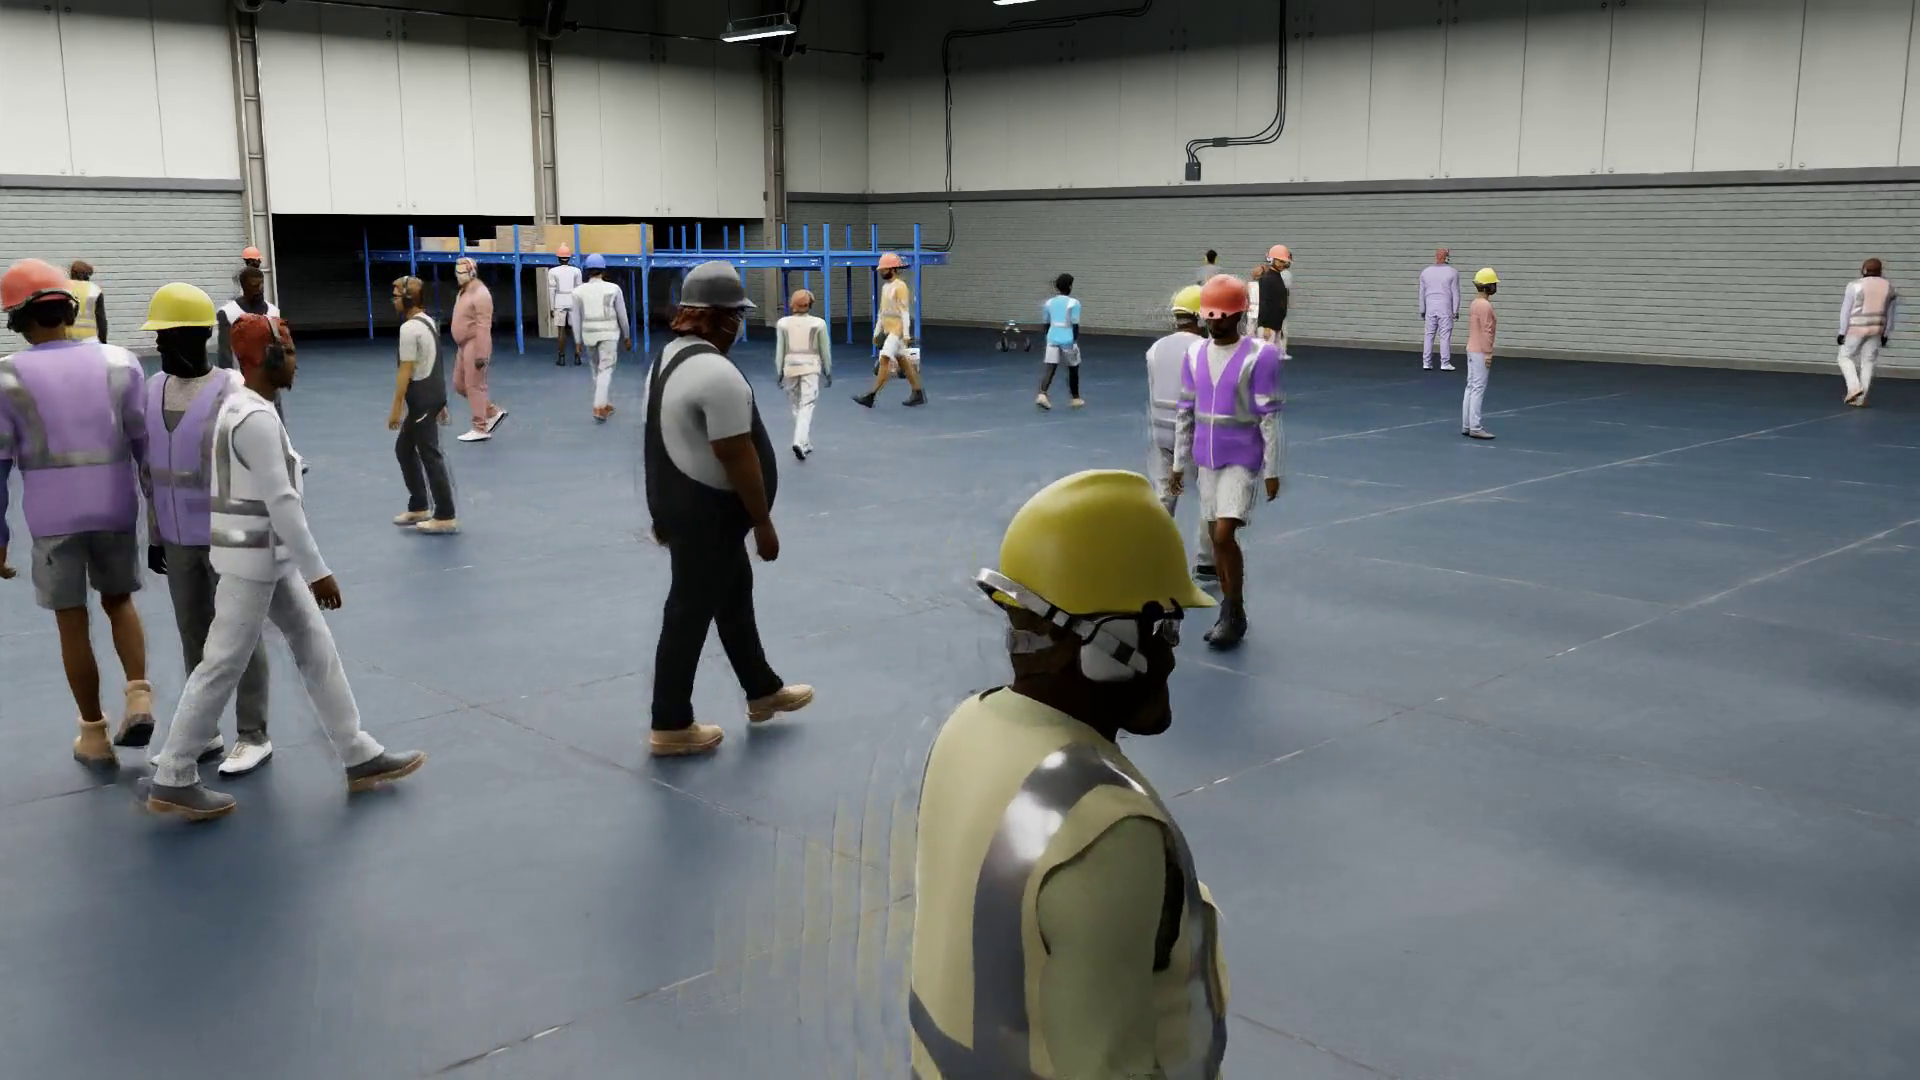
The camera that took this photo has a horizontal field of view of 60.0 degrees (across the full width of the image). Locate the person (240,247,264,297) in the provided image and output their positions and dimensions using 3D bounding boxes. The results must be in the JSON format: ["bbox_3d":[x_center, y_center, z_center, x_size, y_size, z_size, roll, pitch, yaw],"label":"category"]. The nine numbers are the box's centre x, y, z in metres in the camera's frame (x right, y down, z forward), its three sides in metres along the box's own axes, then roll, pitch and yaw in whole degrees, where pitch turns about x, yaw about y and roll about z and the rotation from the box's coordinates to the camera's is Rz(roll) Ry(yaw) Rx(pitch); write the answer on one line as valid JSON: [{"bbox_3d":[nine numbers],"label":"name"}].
[{"bbox_3d":[-10.564,-3.415,24.930,0.355,1.939,0.544,-6,12,-31],"label":"person"}]

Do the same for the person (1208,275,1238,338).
[{"bbox_3d":[3.279,-2.528,20.981,0.533,1.617,0.361,-4,11,-19],"label":"person"}]

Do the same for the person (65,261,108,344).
[{"bbox_3d":[-10.677,-2.451,20.046,0.747,1.810,0.430,-5,11,-24],"label":"person"}]

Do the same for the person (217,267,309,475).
[{"bbox_3d":[-6.178,-1.449,14.474,1.051,1.862,0.598,7,13,34],"label":"person"}]

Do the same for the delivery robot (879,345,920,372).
[{"bbox_3d":[-0.907,-2.776,25.078,0.477,0.478,0.707,6,12,29],"label":"delivery robot"}]

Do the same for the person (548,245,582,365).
[{"bbox_3d":[-6.459,-3.846,27.268,0.548,1.942,0.348,-4,11,-22],"label":"person"}]

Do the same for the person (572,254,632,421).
[{"bbox_3d":[-4.136,-2.337,19.163,0.614,1.909,0.959,2,11,13],"label":"person"}]

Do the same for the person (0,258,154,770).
[{"bbox_3d":[-3.502,-0.091,6.601,0.666,2.024,0.518,-9,14,-41],"label":"person"}]

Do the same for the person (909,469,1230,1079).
[{"bbox_3d":[0.149,0.811,2.208,0.422,1.816,0.613,-3,11,-18],"label":"person"}]

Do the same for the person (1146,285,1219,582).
[{"bbox_3d":[1.423,-0.622,10.045,0.690,1.805,0.628,-8,13,-37],"label":"person"}]

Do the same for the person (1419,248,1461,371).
[{"bbox_3d":[7.545,-3.618,26.122,0.654,1.906,0.408,8,13,38],"label":"person"}]

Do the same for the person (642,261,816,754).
[{"bbox_3d":[-0.933,-0.142,6.920,0.935,2.000,0.711,-5,12,-26],"label":"person"}]

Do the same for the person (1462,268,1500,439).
[{"bbox_3d":[5.472,-1.956,17.433,0.300,1.772,0.532,0,10,1],"label":"person"}]

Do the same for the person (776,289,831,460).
[{"bbox_3d":[-1.510,-1.588,15.883,0.530,1.607,0.819,2,11,12],"label":"person"}]

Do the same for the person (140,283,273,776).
[{"bbox_3d":[-2.976,-0.038,6.545,0.585,1.928,0.368,4,11,20],"label":"person"}]

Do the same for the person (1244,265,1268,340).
[{"bbox_3d":[4.678,-3.475,26.070,0.306,1.639,0.523,-9,14,-41],"label":"person"}]

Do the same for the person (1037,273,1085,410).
[{"bbox_3d":[1.228,-2.418,20.257,0.536,1.657,0.874,7,13,35],"label":"person"}]

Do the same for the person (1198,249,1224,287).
[{"bbox_3d":[4.749,-4.591,31.592,0.513,1.854,0.630,2,11,13],"label":"person"}]

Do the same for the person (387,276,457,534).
[{"bbox_3d":[-3.911,-0.953,11.827,0.656,1.824,0.513,-1,10,-4],"label":"person"}]

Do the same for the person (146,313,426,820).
[{"bbox_3d":[-2.570,0.092,6.136,0.983,1.835,0.593,-4,11,-20],"label":"person"}]

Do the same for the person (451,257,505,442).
[{"bbox_3d":[-5.016,-1.966,17.164,0.456,1.884,0.659,-6,12,-30],"label":"person"}]

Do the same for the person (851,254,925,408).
[{"bbox_3d":[-0.872,-2.571,20.478,1.012,1.878,0.571,-4,11,-23],"label":"person"}]

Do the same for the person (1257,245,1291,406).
[{"bbox_3d":[3.885,-2.651,20.629,0.392,1.988,0.609,6,12,28],"label":"person"}]

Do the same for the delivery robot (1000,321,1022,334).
[{"bbox_3d":[0.965,-3.938,30.705,0.335,0.223,0.698,-3,11,-15],"label":"delivery robot"}]

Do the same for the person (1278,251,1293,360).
[{"bbox_3d":[5.384,-3.977,28.266,0.706,1.839,0.534,-8,13,-36],"label":"person"}]

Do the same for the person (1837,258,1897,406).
[{"bbox_3d":[11.210,-2.568,20.603,0.658,1.832,0.438,0,10,2],"label":"person"}]

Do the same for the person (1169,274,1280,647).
[{"bbox_3d":[1.329,-0.398,8.528,0.567,1.911,0.542,10,14,44],"label":"person"}]
